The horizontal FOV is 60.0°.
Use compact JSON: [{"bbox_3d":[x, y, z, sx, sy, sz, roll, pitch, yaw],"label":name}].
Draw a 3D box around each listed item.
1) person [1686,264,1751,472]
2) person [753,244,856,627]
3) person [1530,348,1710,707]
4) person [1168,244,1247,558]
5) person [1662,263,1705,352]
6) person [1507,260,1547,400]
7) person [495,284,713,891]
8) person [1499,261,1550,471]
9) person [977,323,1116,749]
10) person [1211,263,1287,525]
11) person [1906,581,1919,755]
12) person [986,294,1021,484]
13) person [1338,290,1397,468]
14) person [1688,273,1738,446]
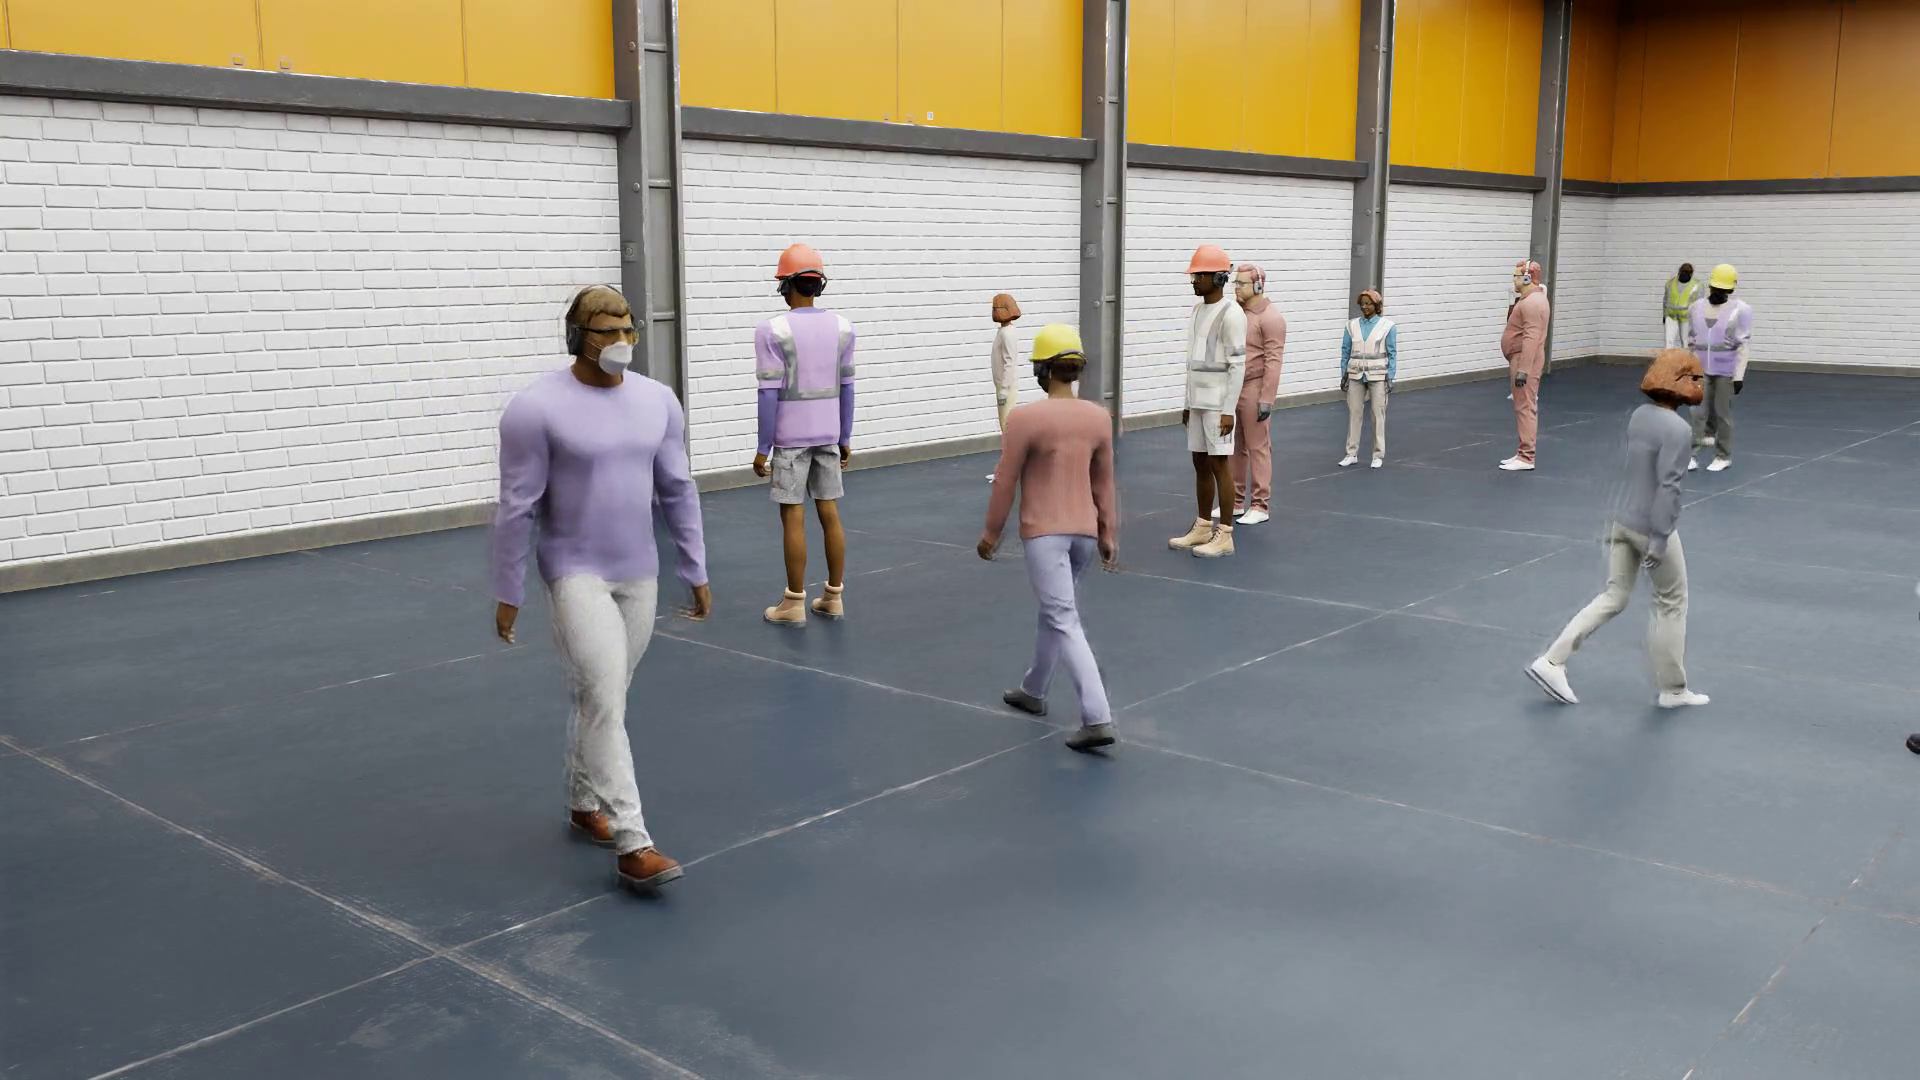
[{"bbox_3d":[6.771,-1.524,14.918,0.831,1.876,0.603,-9,14,-43],"label":"person"},{"bbox_3d":[-0.846,-0.554,8.931,0.612,2.043,0.374,-8,13,-38],"label":"person"},{"bbox_3d":[2.943,-0.044,7.287,0.748,1.601,0.510,-1,10,-7],"label":"person"},{"bbox_3d":[1.628,-0.908,10.944,0.373,2.043,0.615,-4,11,-20],"label":"person"},{"bbox_3d":[11.670,-3.580,26.939,0.657,1.772,0.923,7,12,35],"label":"person"},{"bbox_3d":[7.516,-2.782,22.111,0.535,1.868,0.309,2,10,11],"label":"person"},{"bbox_3d":[-1.085,0.145,5.348,0.933,1.897,0.672,10,14,43],"label":"person"},{"bbox_3d":[5.146,-1.589,15.211,0.405,1.906,0.653,4,11,22],"label":"person"},{"bbox_3d":[0.411,-0.029,6.871,0.536,1.720,0.919,-7,12,-36],"label":"person"},{"bbox_3d":[2.101,-1.075,12.280,0.411,1.911,0.643,-5,11,-27],"label":"person"},{"bbox_3d":[4.022,-0.040,6.396,0.577,1.911,0.488,-2,10,-11],"label":"person"},{"bbox_3d":[0.377,-1.298,14.329,0.282,1.633,0.500,-1,10,-3],"label":"person"},{"bbox_3d":[3.762,-1.479,15.349,0.523,1.637,0.310,7,12,33],"label":"person"},{"bbox_3d":[7.697,-1.854,17.012,0.351,1.811,0.603,-6,12,-31],"label":"person"}]
